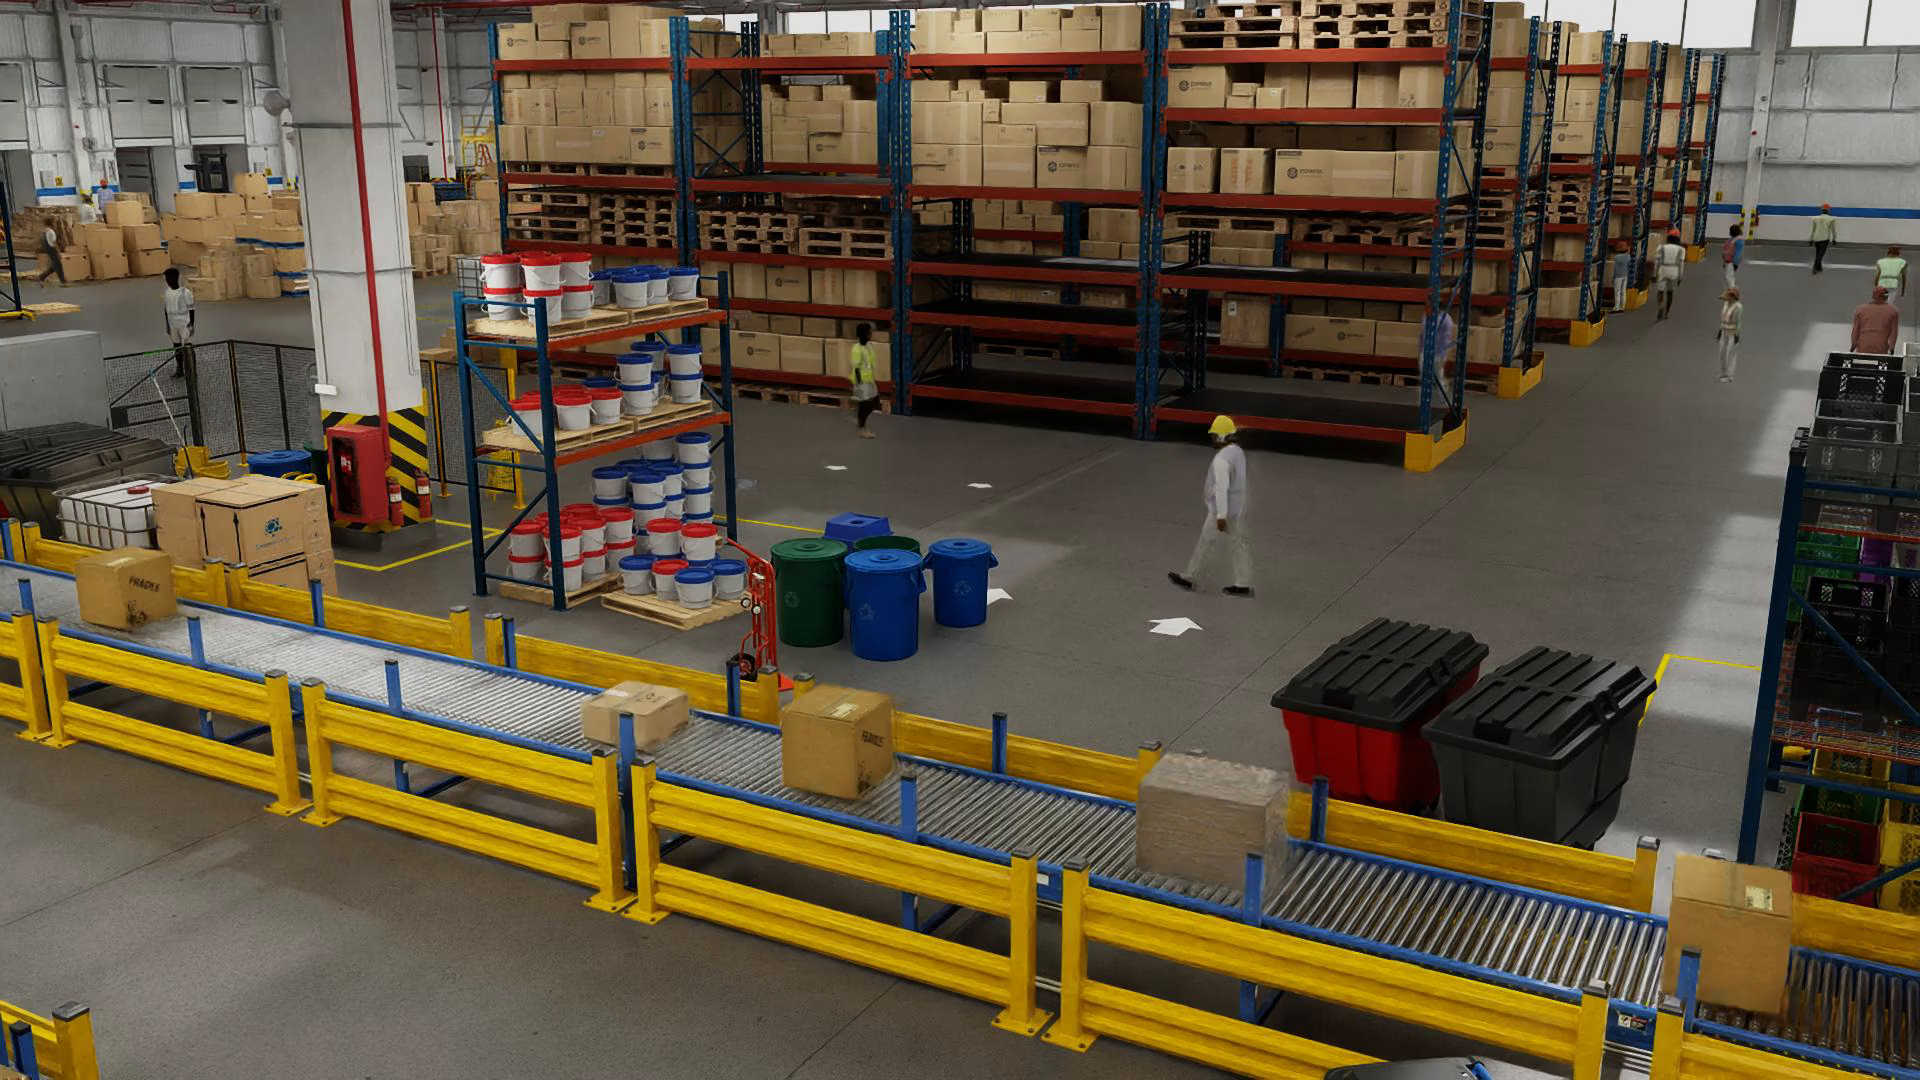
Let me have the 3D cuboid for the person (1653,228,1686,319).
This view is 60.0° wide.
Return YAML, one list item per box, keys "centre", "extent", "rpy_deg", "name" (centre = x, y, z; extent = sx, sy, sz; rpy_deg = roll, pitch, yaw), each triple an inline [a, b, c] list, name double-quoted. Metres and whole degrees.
- centre: [15.705, -5.890, 36.863]
  extent: [0.618, 2.030, 0.623]
  rpy_deg: [6, 16, 22]
  name: "person"

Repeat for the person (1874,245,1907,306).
- centre: [19.724, -5.354, 35.301]
  extent: [0.586, 1.804, 0.964]
  rpy_deg: [8, 17, 28]
  name: "person"

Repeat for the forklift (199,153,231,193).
- centre: [-27.440, -12.865, 61.464]
  extent: [1.873, 2.768, 1.129]
  rpy_deg: [8, 17, 28]
  name: "forklift"

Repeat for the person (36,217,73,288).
- centre: [-23.578, -7.436, 43.090]
  extent: [0.806, 1.824, 0.515]
  rpy_deg: [-13, 20, -41]
  name: "person"

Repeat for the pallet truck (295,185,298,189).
- centre: [-26.804, -14.617, 69.738]
  extent: [1.885, 1.965, 0.823]
  rpy_deg: [-14, 20, -42]
  name: "pallet truck"

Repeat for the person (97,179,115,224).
- centre: [-31.399, -12.302, 61.198]
  extent: [0.565, 1.909, 0.463]
  rpy_deg: [-2, 15, -9]
  name: "person"

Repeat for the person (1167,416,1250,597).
- centre: [2.516, -0.340, 16.453]
  extent: [0.889, 1.788, 0.626]
  rpy_deg: [9, 17, 31]
  name: "person"

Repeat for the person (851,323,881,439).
- centre: [-1.371, -2.293, 23.996]
  extent: [0.362, 1.684, 0.558]
  rpy_deg: [6, 16, 22]
  name: "person"

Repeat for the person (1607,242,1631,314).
- centre: [15.051, -5.970, 37.931]
  extent: [0.500, 1.633, 0.284]
  rpy_deg: [-9, 18, -31]
  name: "person"

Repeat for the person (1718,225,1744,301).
- centre: [18.806, -6.759, 40.535]
  extent: [0.429, 1.835, 0.631]
  rpy_deg: [2, 15, 6]
  name: "person"

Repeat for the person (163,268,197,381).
- centre: [-13.602, -3.763, 28.997]
  extent: [0.608, 1.966, 0.371]
  rpy_deg: [5, 16, 18]
  name: "person"

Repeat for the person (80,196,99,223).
- centre: [-26.668, -9.562, 50.920]
  extent: [0.826, 1.892, 0.703]
  rpy_deg: [-14, 20, -41]
  name: "person"

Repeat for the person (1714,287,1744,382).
- centre: [13.432, -3.586, 28.977]
  extent: [0.316, 1.642, 0.559]
  rpy_deg: [-3, 15, -10]
  name: "person"

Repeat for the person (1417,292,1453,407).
- centre: [7.276, -2.843, 25.589]
  extent: [0.354, 1.937, 0.635]
  rpy_deg: [-7, 17, -26]
  name: "person"

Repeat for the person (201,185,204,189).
- centre: [-28.638, -12.743, 63.465]
  extent: [0.818, 1.588, 0.560]
  rpy_deg: [5, 16, 18]
  name: "person"

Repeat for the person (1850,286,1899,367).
- centre: [14.664, -3.122, 26.707]
  extent: [0.649, 1.904, 0.401]
  rpy_deg: [9, 17, 31]
  name: "person"

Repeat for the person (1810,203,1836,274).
- centre: [24.161, -8.447, 46.644]
  extent: [0.981, 1.958, 0.620]
  rpy_deg: [-12, 19, -37]
  name: "person"
